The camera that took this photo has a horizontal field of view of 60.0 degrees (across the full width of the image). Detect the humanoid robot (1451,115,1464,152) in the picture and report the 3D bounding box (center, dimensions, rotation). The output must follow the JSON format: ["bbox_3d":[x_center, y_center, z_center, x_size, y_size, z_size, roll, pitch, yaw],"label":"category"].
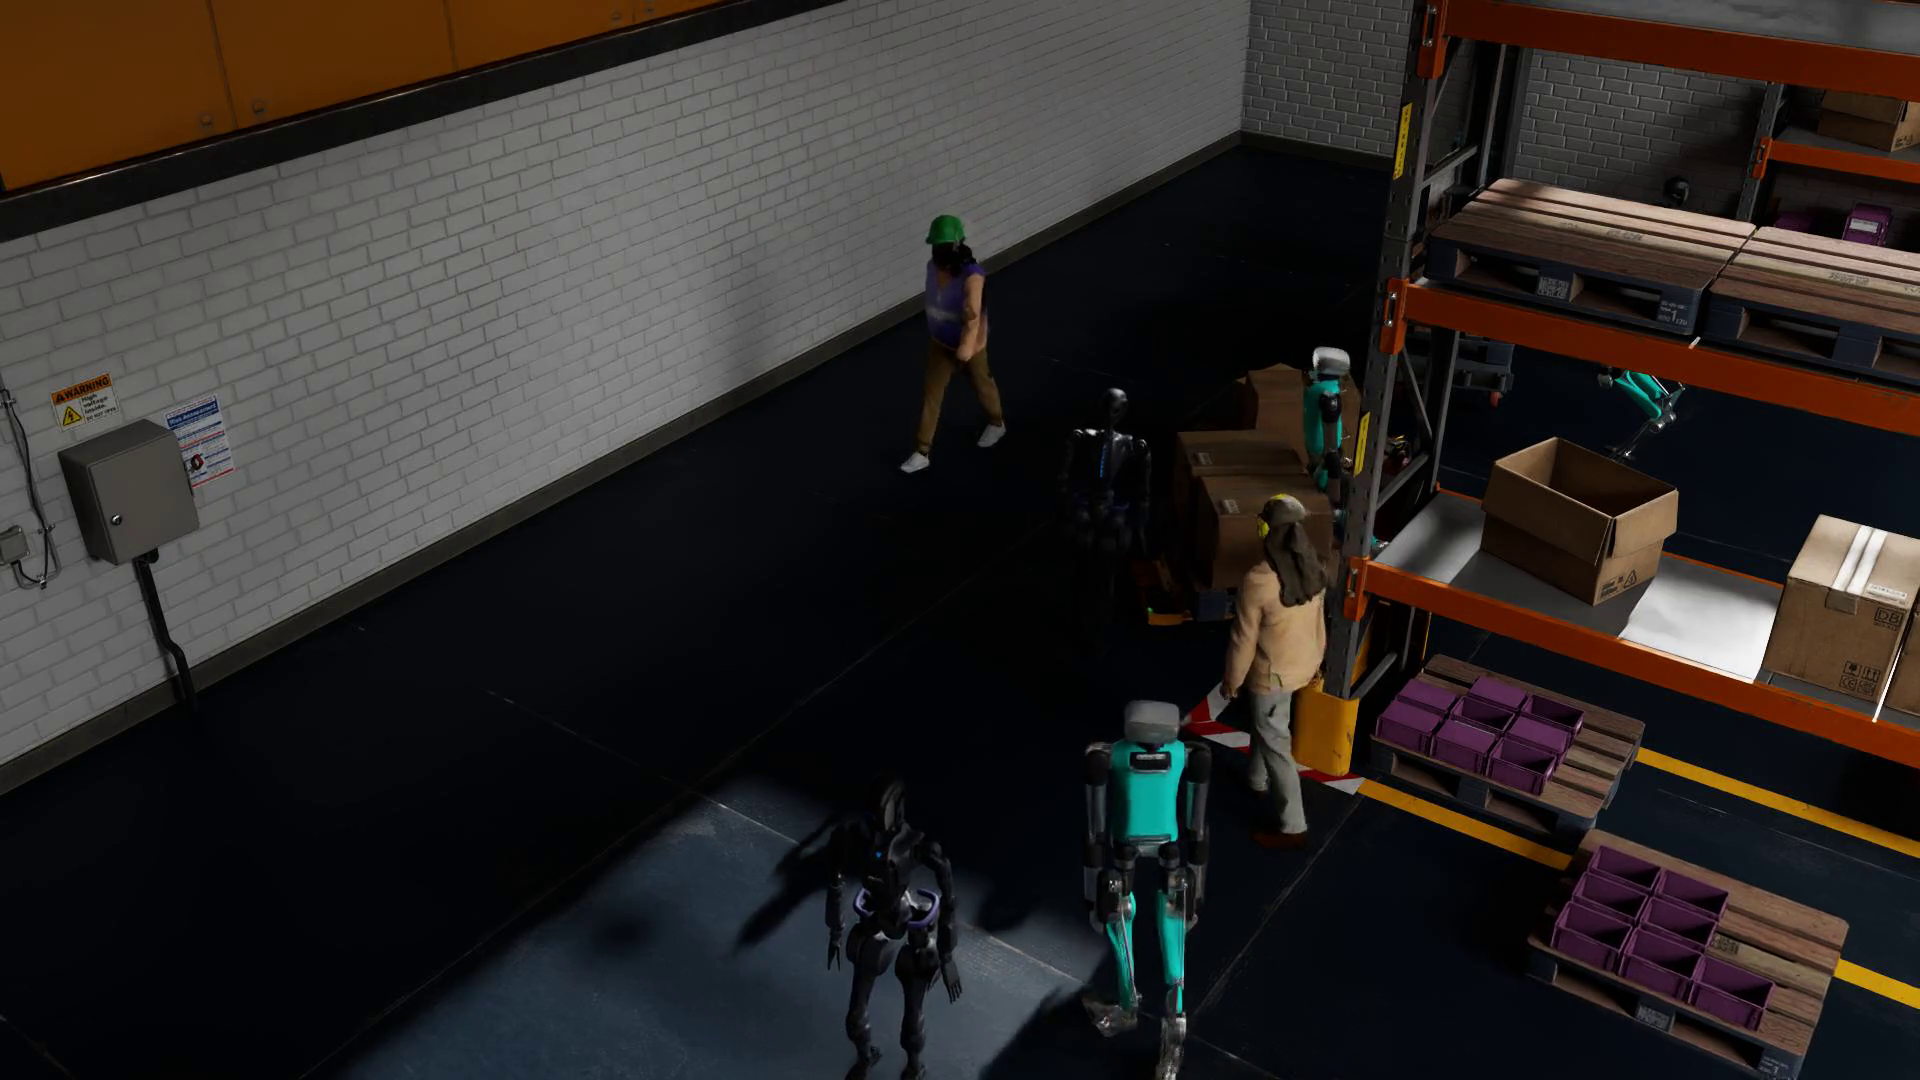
[{"bbox_3d":[4.601,-2.778,14.433,1.014,1.776,0.536,17,34,27],"label":"humanoid robot"}]

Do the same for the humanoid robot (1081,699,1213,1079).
[{"bbox_3d":[0.775,1.582,6.829,0.530,1.744,0.842,-1,30,-2],"label":"humanoid robot"}]

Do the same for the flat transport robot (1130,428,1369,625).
[{"bbox_3d":[1.847,0.269,10.574,1.431,0.231,0.659,-2,30,-4],"label":"flat transport robot"}]

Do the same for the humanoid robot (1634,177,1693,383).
[{"bbox_3d":[5.438,-2.082,13.257,0.484,1.647,0.616,-4,30,-6],"label":"humanoid robot"}]

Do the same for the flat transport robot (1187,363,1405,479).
[{"bbox_3d":[2.403,-0.455,11.830,1.431,0.231,0.659,-23,37,-34],"label":"flat transport robot"}]

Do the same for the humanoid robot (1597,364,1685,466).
[{"bbox_3d":[4.801,-1.257,11.618,0.533,1.676,0.735,-25,38,-36],"label":"humanoid robot"}]

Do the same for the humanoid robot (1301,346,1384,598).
[{"bbox_3d":[2.397,-0.318,10.171,0.745,1.846,0.532,-2,30,-3],"label":"humanoid robot"}]

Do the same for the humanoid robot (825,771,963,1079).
[{"bbox_3d":[-0.264,1.636,6.788,0.609,1.654,0.311,10,31,17],"label":"humanoid robot"}]

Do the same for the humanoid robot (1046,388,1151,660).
[{"bbox_3d":[0.815,-0.099,9.812,0.615,1.632,0.462,7,31,11],"label":"humanoid robot"}]

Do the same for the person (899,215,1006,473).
[{"bbox_3d":[-0.025,-1.438,11.933,0.526,1.873,1.040,21,36,32],"label":"person"}]

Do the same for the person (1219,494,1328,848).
[{"bbox_3d":[1.614,0.653,8.348,0.572,1.839,0.703,-24,38,-35],"label":"person"}]
